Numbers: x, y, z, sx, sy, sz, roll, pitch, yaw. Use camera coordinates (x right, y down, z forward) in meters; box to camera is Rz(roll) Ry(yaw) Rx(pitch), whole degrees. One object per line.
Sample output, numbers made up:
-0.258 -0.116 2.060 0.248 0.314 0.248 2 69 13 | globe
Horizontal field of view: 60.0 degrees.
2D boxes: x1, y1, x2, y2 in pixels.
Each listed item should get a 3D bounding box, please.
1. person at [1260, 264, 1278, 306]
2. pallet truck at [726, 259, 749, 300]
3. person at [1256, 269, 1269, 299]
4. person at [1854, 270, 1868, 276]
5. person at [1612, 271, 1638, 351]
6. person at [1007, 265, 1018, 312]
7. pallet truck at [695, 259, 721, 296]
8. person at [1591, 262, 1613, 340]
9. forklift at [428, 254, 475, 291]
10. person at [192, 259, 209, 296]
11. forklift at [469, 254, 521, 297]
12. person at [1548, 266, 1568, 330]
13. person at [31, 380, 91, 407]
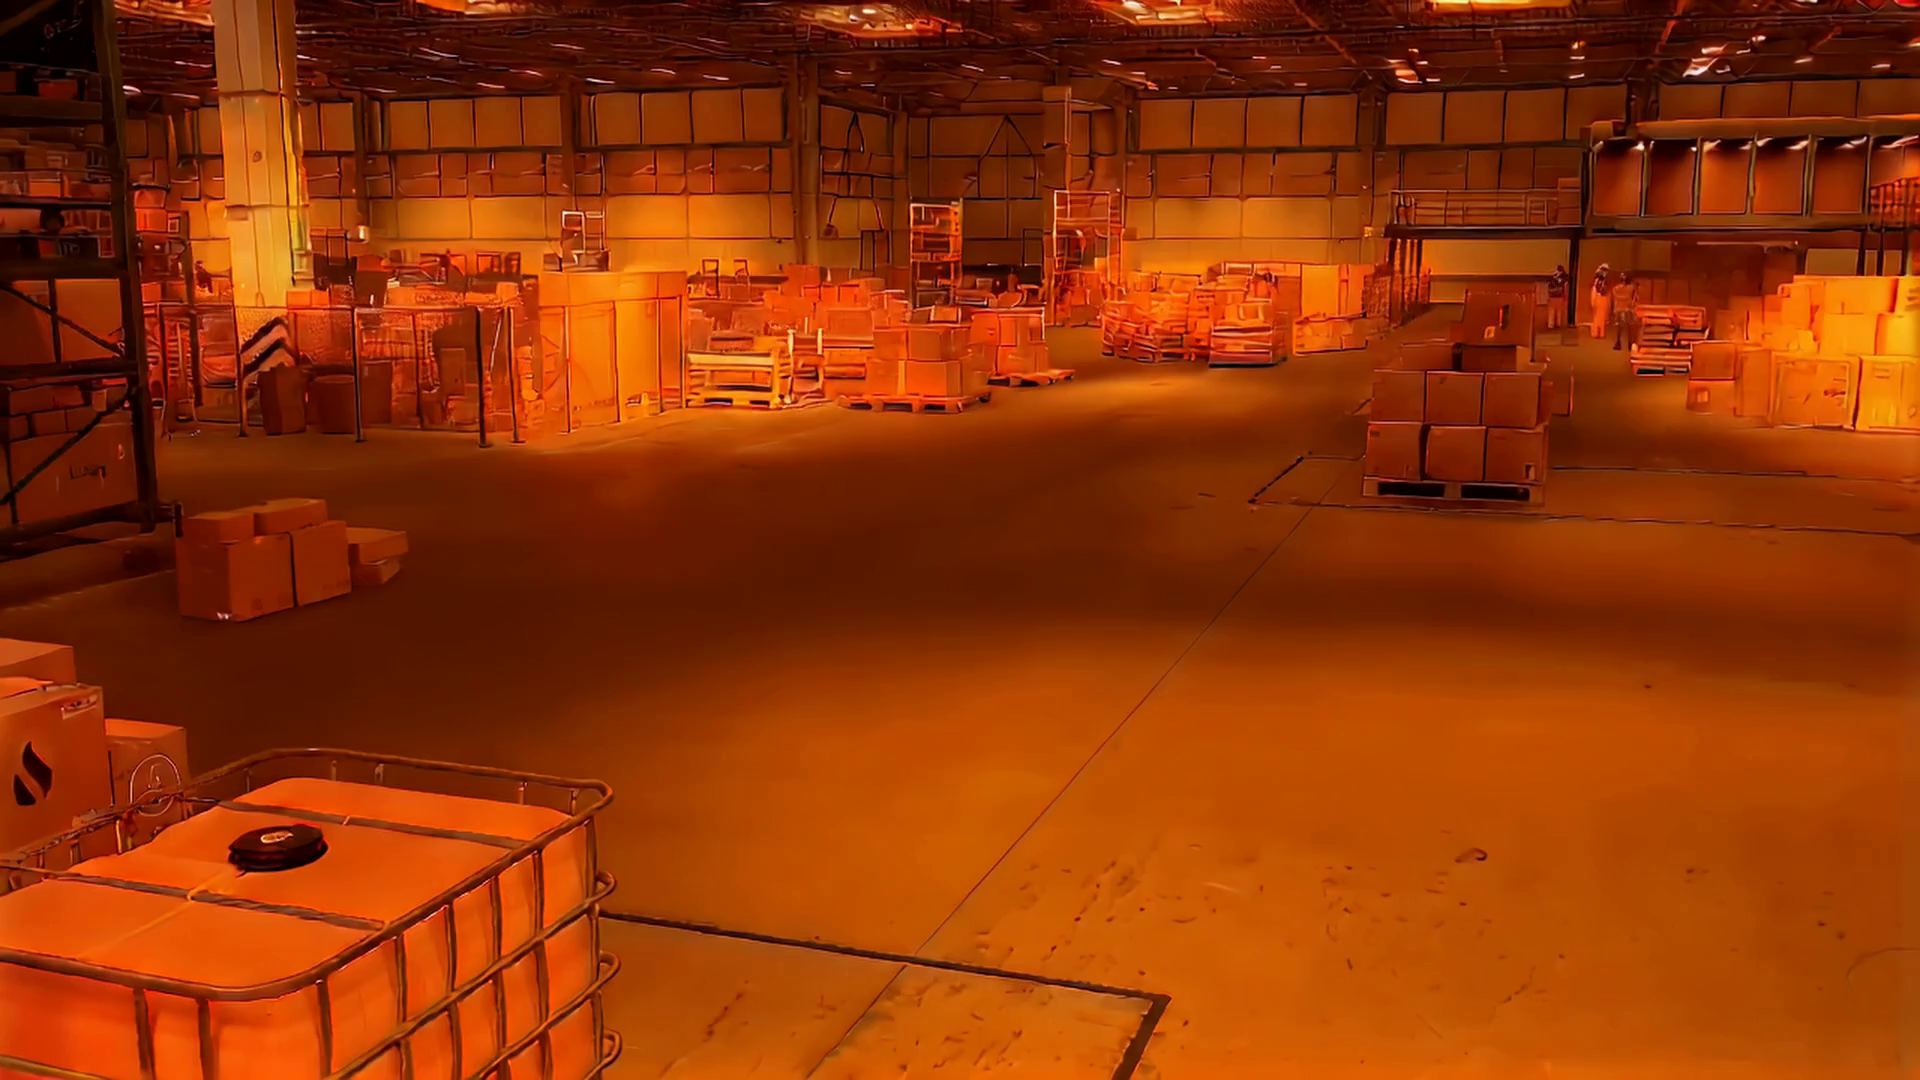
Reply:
10.068 -8.095 54.555 0.601 1.847 0.846 5 11 26 | person
-7.986 -9.493 62.019 0.823 1.965 1.885 3 11 17 | pallet truck
9.250 -7.393 50.873 0.348 1.756 0.518 -2 10 -11 | person
16.500 -3.939 30.616 0.608 2.044 0.370 2 10 12 | person
15.720 -5.411 39.364 0.566 1.908 0.653 4 11 22 | person
1.667 -7.733 52.487 0.332 1.866 0.514 -4 11 -21 | person
-9.165 -9.627 62.776 0.823 1.965 1.885 4 11 23 | pallet truck
17.061 -6.337 44.127 0.537 2.000 0.683 -2 10 -12 | person
-20.133 -10.254 65.465 1.157 1.987 2.680 3 11 19 | forklift
-28.488 -9.550 62.392 0.651 1.973 0.525 -8 13 -40 | person
-17.990 -10.121 64.684 1.157 1.987 2.680 3 11 17 | forklift
17.680 -7.155 49.199 0.596 1.874 0.994 0 10 3 | person
-9.029 -1.288 16.743 0.535 1.670 0.769 -6 11 -28 | person
